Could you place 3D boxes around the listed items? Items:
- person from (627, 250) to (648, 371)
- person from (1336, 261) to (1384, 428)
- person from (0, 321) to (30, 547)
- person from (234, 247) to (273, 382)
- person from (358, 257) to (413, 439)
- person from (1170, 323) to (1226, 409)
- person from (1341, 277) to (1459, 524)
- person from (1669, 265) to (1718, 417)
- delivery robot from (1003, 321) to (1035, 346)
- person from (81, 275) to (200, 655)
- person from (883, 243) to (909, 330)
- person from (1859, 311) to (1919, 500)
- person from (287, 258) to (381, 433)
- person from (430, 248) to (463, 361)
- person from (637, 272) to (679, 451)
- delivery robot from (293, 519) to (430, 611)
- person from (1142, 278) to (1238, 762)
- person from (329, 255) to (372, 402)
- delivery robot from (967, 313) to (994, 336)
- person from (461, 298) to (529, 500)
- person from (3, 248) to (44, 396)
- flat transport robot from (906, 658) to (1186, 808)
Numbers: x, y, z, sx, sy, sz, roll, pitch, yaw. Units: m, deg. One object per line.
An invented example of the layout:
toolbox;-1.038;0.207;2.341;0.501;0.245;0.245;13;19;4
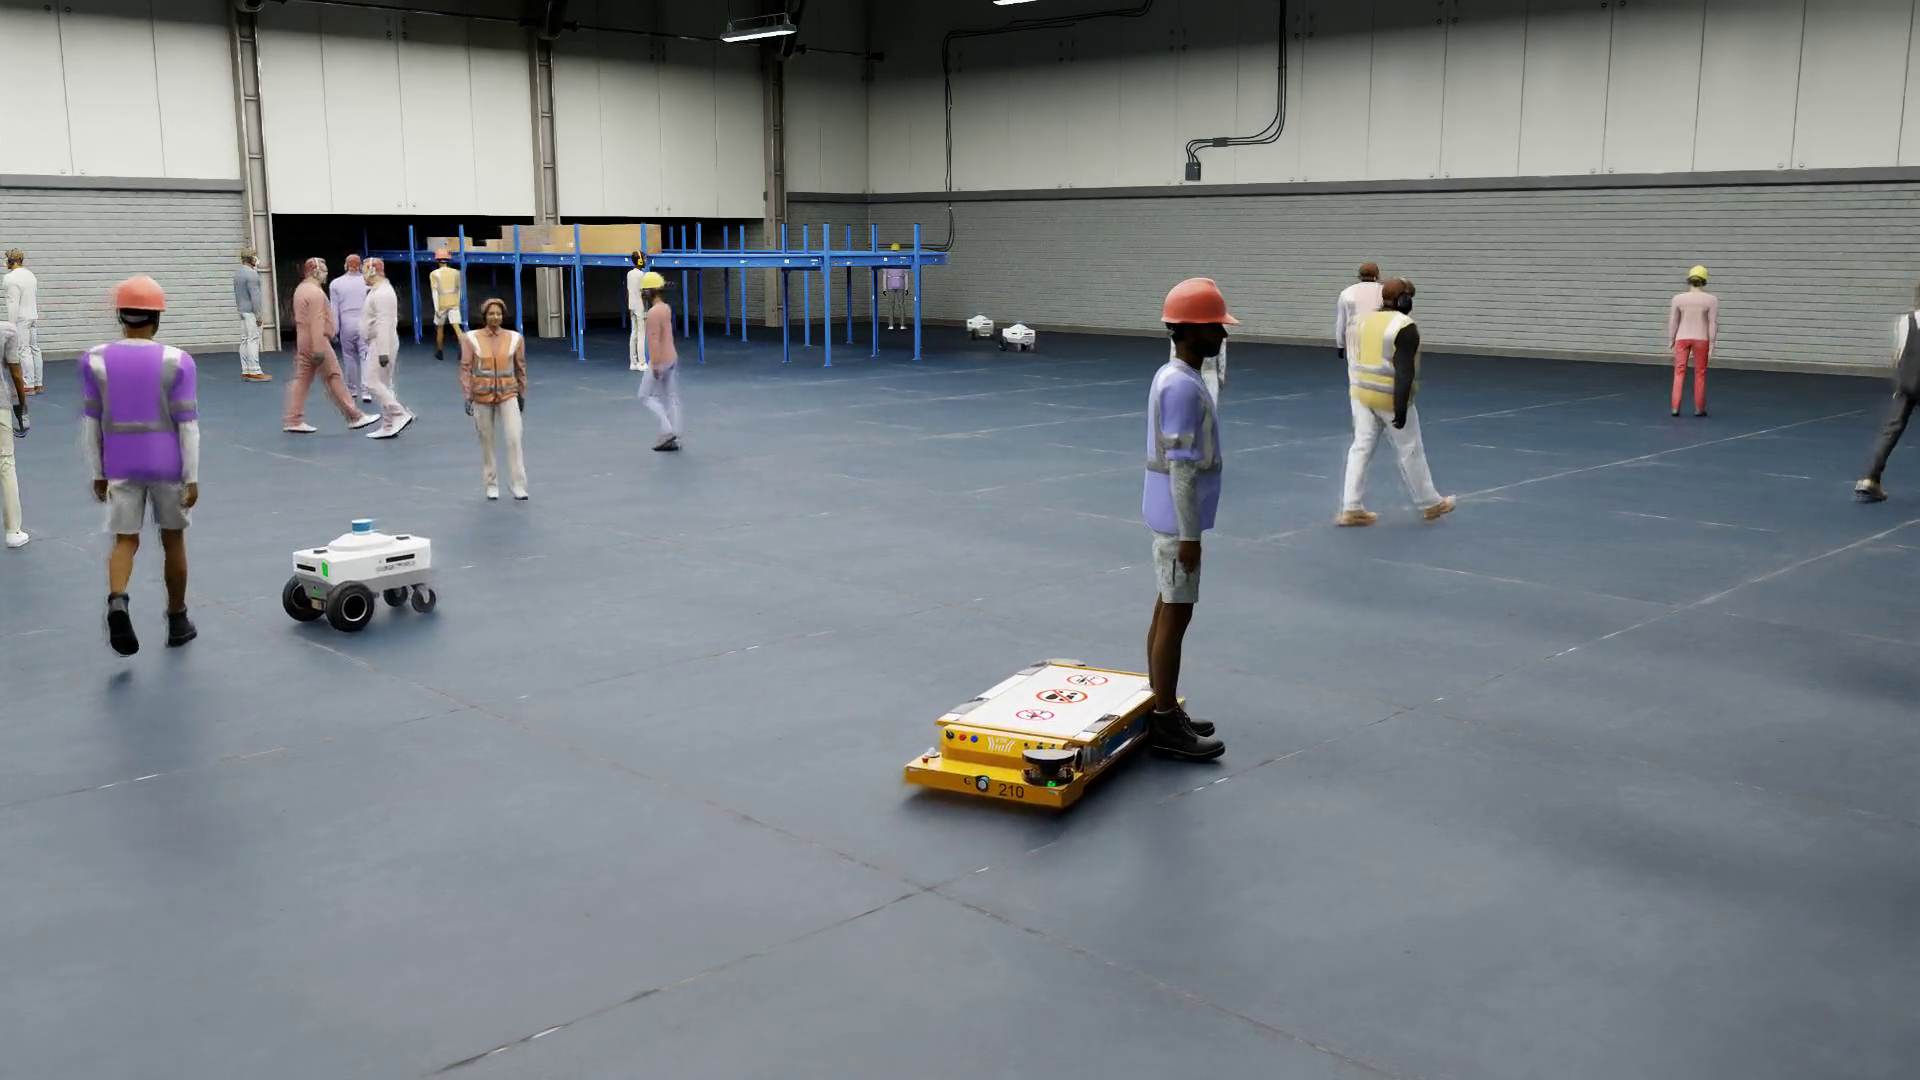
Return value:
person;-5.047;-3.610;26.178;0.336;1.873;0.521;-8;13;-38
person;4.516;-2.176;18.485;0.654;1.819;0.756;3;11;15
person;-6.637;-0.879;11.326;0.517;1.865;0.322;-4;11;-18
person;-10.342;-3.289;24.243;0.351;1.936;0.634;-10;14;-43
person;-6.062;-1.997;17.354;0.423;1.885;0.655;-3;11;-16
person;2.127;-1.460;14.907;0.502;1.691;0.901;1;10;7
person;3.235;-1.015;12.221;0.940;1.793;0.648;-4;11;-23
person;8.611;-2.339;19.539;0.531;1.768;0.334;7;12;33
delivery robot;1.078;-3.763;30.465;0.477;0.478;0.707;-6;12;-28
person;-4.119;-0.366;8.377;0.549;1.919;0.772;-2;11;-12
person;-1.436;-5.665;37.226;0.585;1.929;0.370;0;10;0
person;7.665;-1.209;13.316;0.999;1.796;0.507;-5;12;-27
person;-6.829;-2.094;17.916;0.980;1.855;0.665;-8;13;-37
person;-8.698;-3.991;28.221;0.541;1.897;1.019;-8;13;-36
person;-2.957;-1.742;16.324;0.382;1.756;0.540;2;11;11
delivery robot;-3.312;0.129;9.241;0.477;0.478;0.707;8;13;36
person;0.929;-0.091;6.802;0.364;1.939;0.542;1;10;4
person;-7.730;-2.723;21.370;0.677;1.851;0.993;-4;11;-22
delivery robot;0.414;-4.378;33.818;0.477;0.478;0.707;-4;11;-20
person;-3.681;-1.097;13.200;0.520;1.607;0.794;-4;11;-20
person;-12.504;-2.907;22.158;0.368;1.939;0.633;-1;10;-4
flat transport robot;0.395;0.756;6.851;0.652;0.197;1.431;5;12;25
